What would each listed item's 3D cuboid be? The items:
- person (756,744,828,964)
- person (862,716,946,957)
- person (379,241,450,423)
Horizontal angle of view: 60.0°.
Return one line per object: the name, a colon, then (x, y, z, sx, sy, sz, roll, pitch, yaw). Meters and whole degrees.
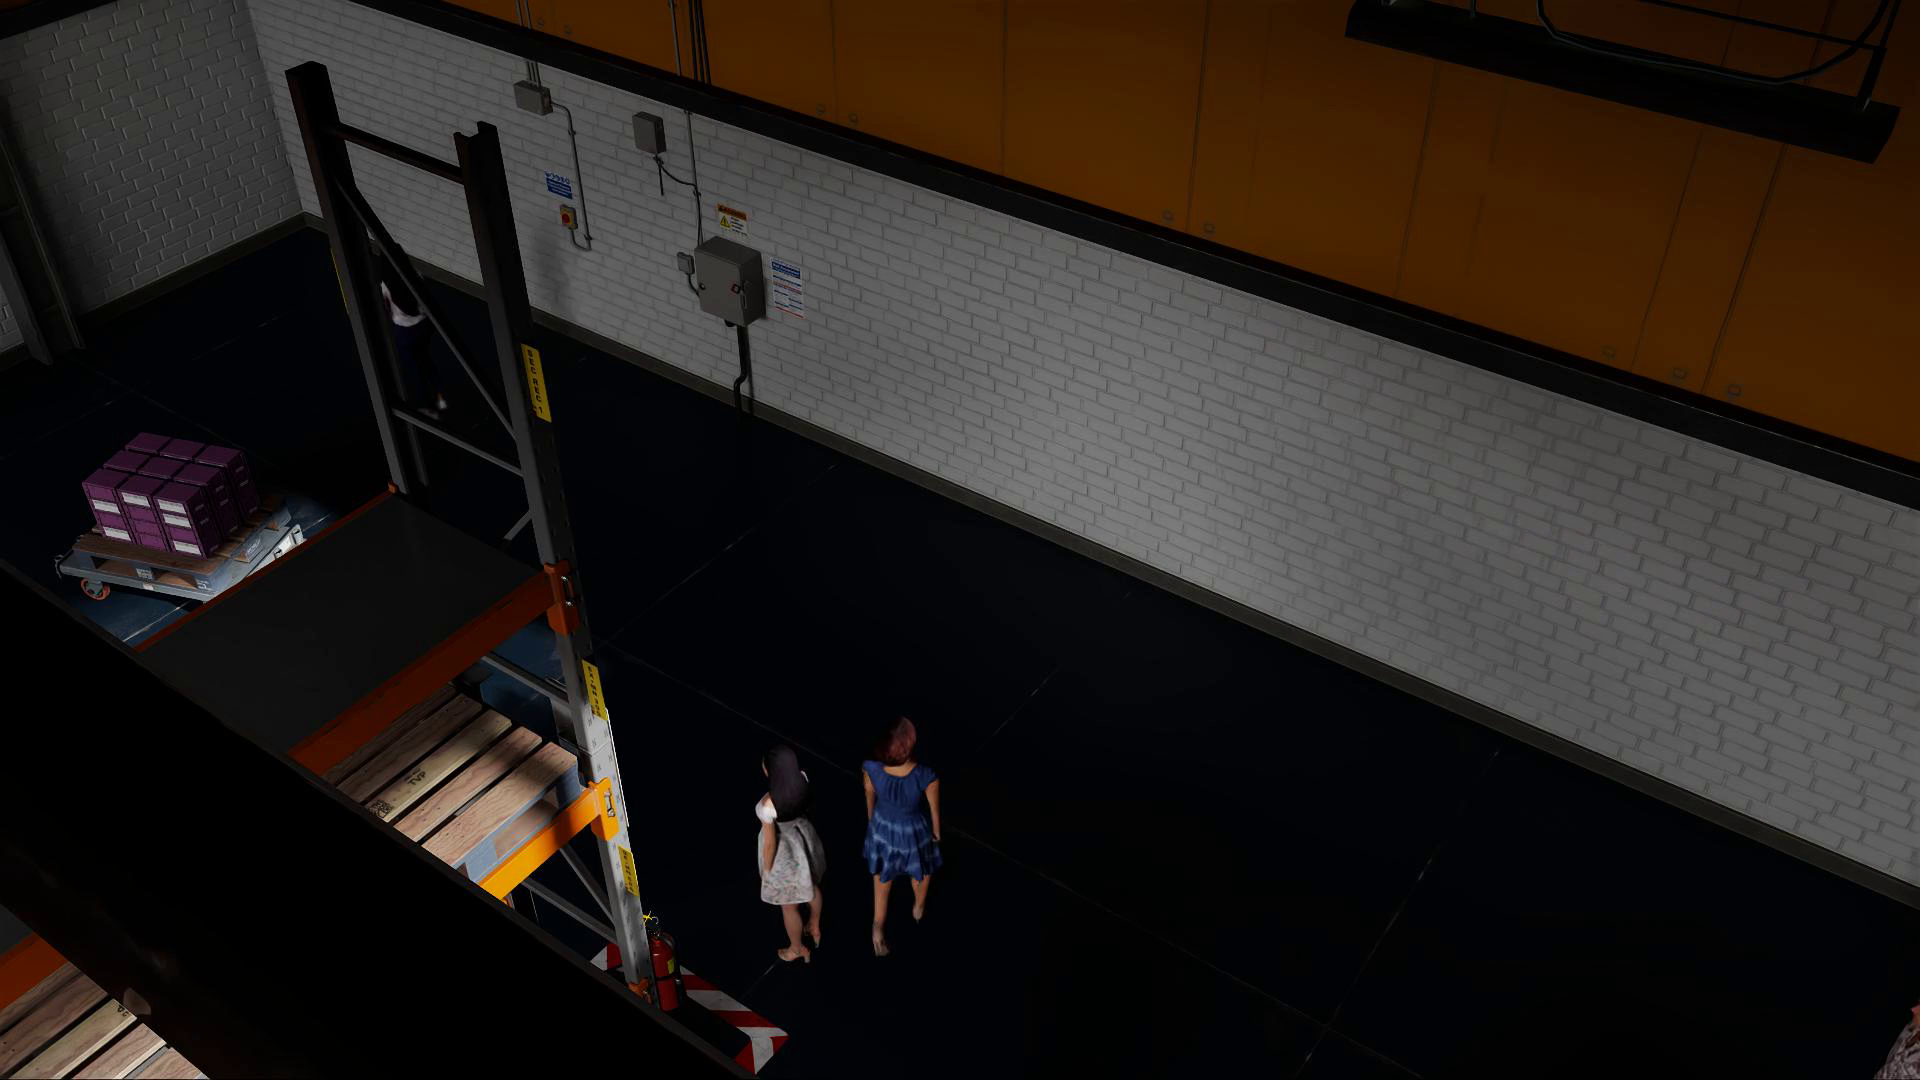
person: (-1.003, 1.855, 9.808, 0.694, 1.774, 0.557, 24, 44, 27)
person: (-0.363, 1.800, 9.868, 0.886, 1.786, 1.037, 7, 39, 9)
person: (-4.661, -1.753, 14.337, 0.676, 1.762, 0.555, 27, 46, 30)
